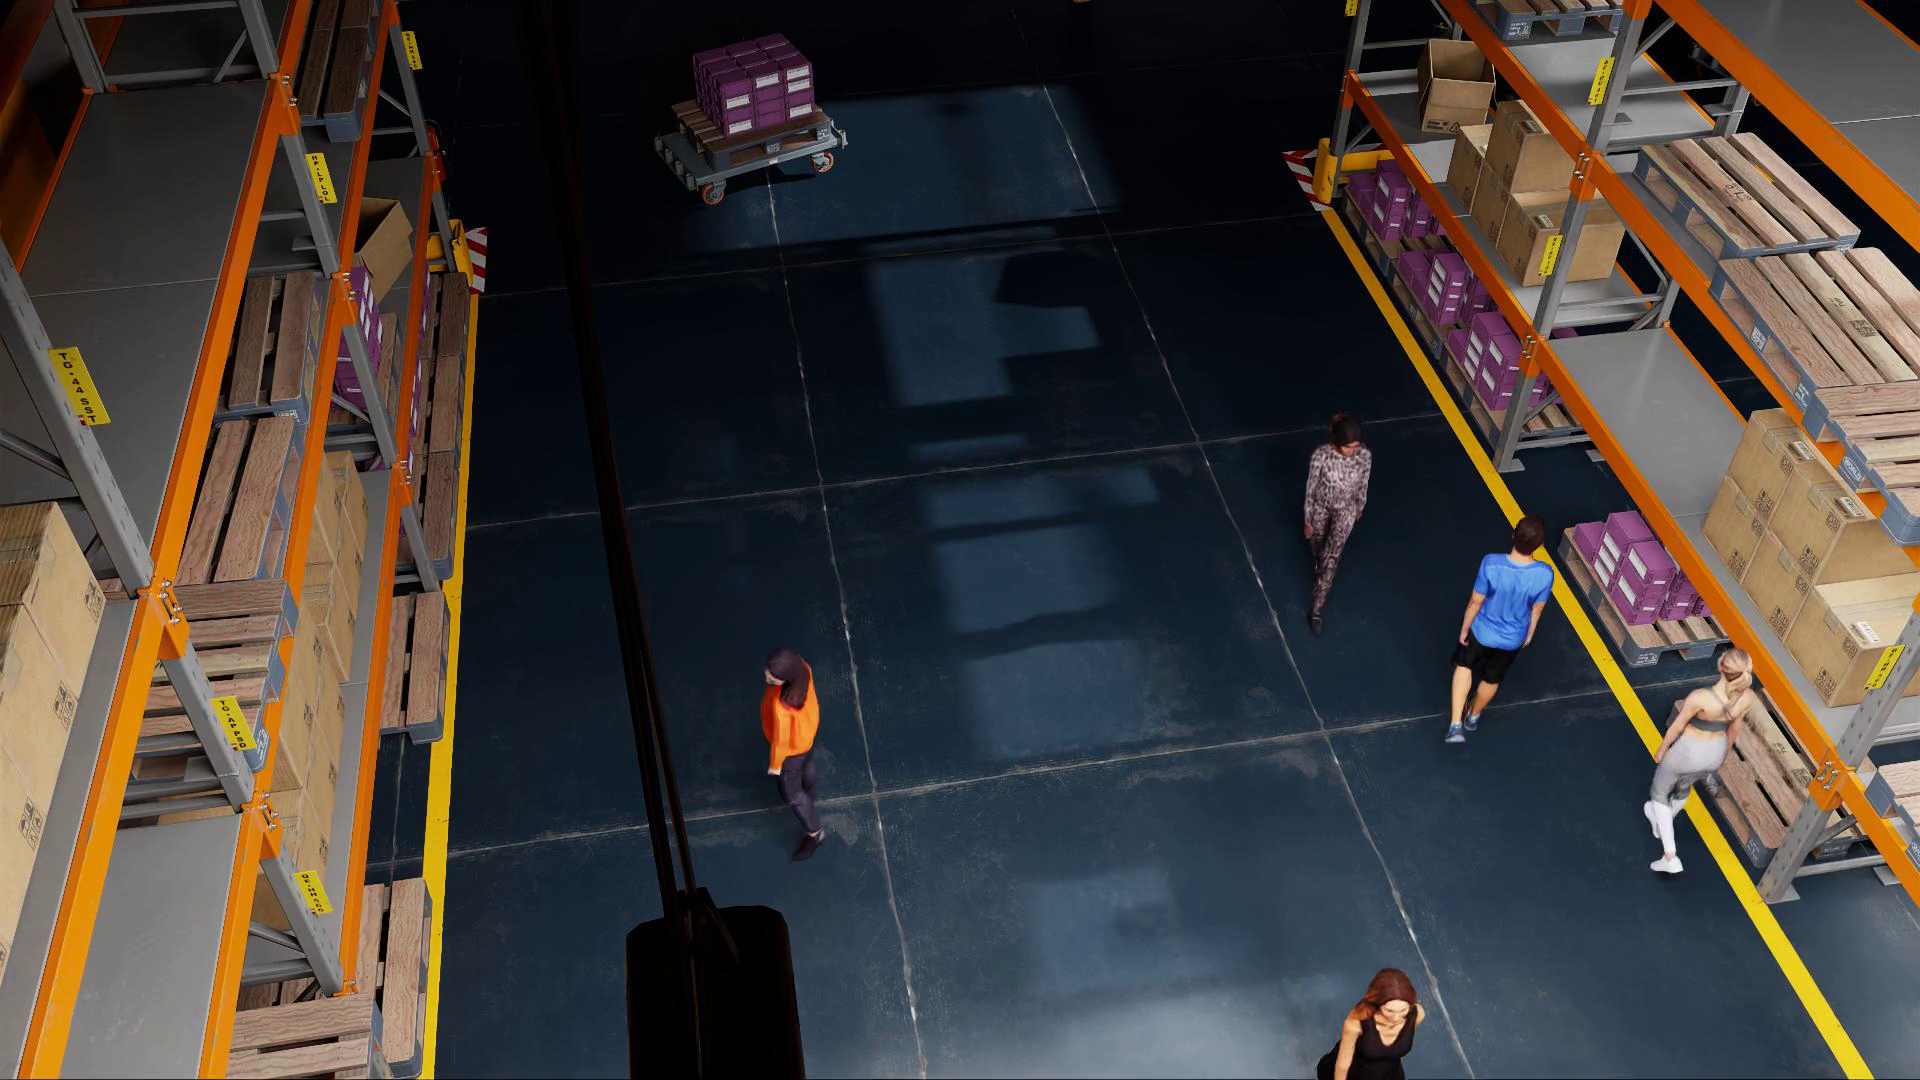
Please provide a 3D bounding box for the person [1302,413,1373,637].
[{"bbox_3d":[2.536,-0.262,11.403,0.848,1.667,1.156,6,44,6],"label":"person"}]

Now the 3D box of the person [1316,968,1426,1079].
[{"bbox_3d":[1.977,2.597,8.314,0.610,1.789,1.139,-5,44,-5],"label":"person"}]

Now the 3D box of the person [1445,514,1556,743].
[{"bbox_3d":[3.331,0.632,10.328,0.850,1.855,1.017,12,45,12],"label":"person"}]

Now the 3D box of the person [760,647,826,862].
[{"bbox_3d":[-0.969,1.149,9.879,0.841,1.726,0.693,21,47,21],"label":"person"}]

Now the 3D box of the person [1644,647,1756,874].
[{"bbox_3d":[4.328,1.319,9.728,0.618,1.689,0.917,-2,44,-3],"label":"person"}]
